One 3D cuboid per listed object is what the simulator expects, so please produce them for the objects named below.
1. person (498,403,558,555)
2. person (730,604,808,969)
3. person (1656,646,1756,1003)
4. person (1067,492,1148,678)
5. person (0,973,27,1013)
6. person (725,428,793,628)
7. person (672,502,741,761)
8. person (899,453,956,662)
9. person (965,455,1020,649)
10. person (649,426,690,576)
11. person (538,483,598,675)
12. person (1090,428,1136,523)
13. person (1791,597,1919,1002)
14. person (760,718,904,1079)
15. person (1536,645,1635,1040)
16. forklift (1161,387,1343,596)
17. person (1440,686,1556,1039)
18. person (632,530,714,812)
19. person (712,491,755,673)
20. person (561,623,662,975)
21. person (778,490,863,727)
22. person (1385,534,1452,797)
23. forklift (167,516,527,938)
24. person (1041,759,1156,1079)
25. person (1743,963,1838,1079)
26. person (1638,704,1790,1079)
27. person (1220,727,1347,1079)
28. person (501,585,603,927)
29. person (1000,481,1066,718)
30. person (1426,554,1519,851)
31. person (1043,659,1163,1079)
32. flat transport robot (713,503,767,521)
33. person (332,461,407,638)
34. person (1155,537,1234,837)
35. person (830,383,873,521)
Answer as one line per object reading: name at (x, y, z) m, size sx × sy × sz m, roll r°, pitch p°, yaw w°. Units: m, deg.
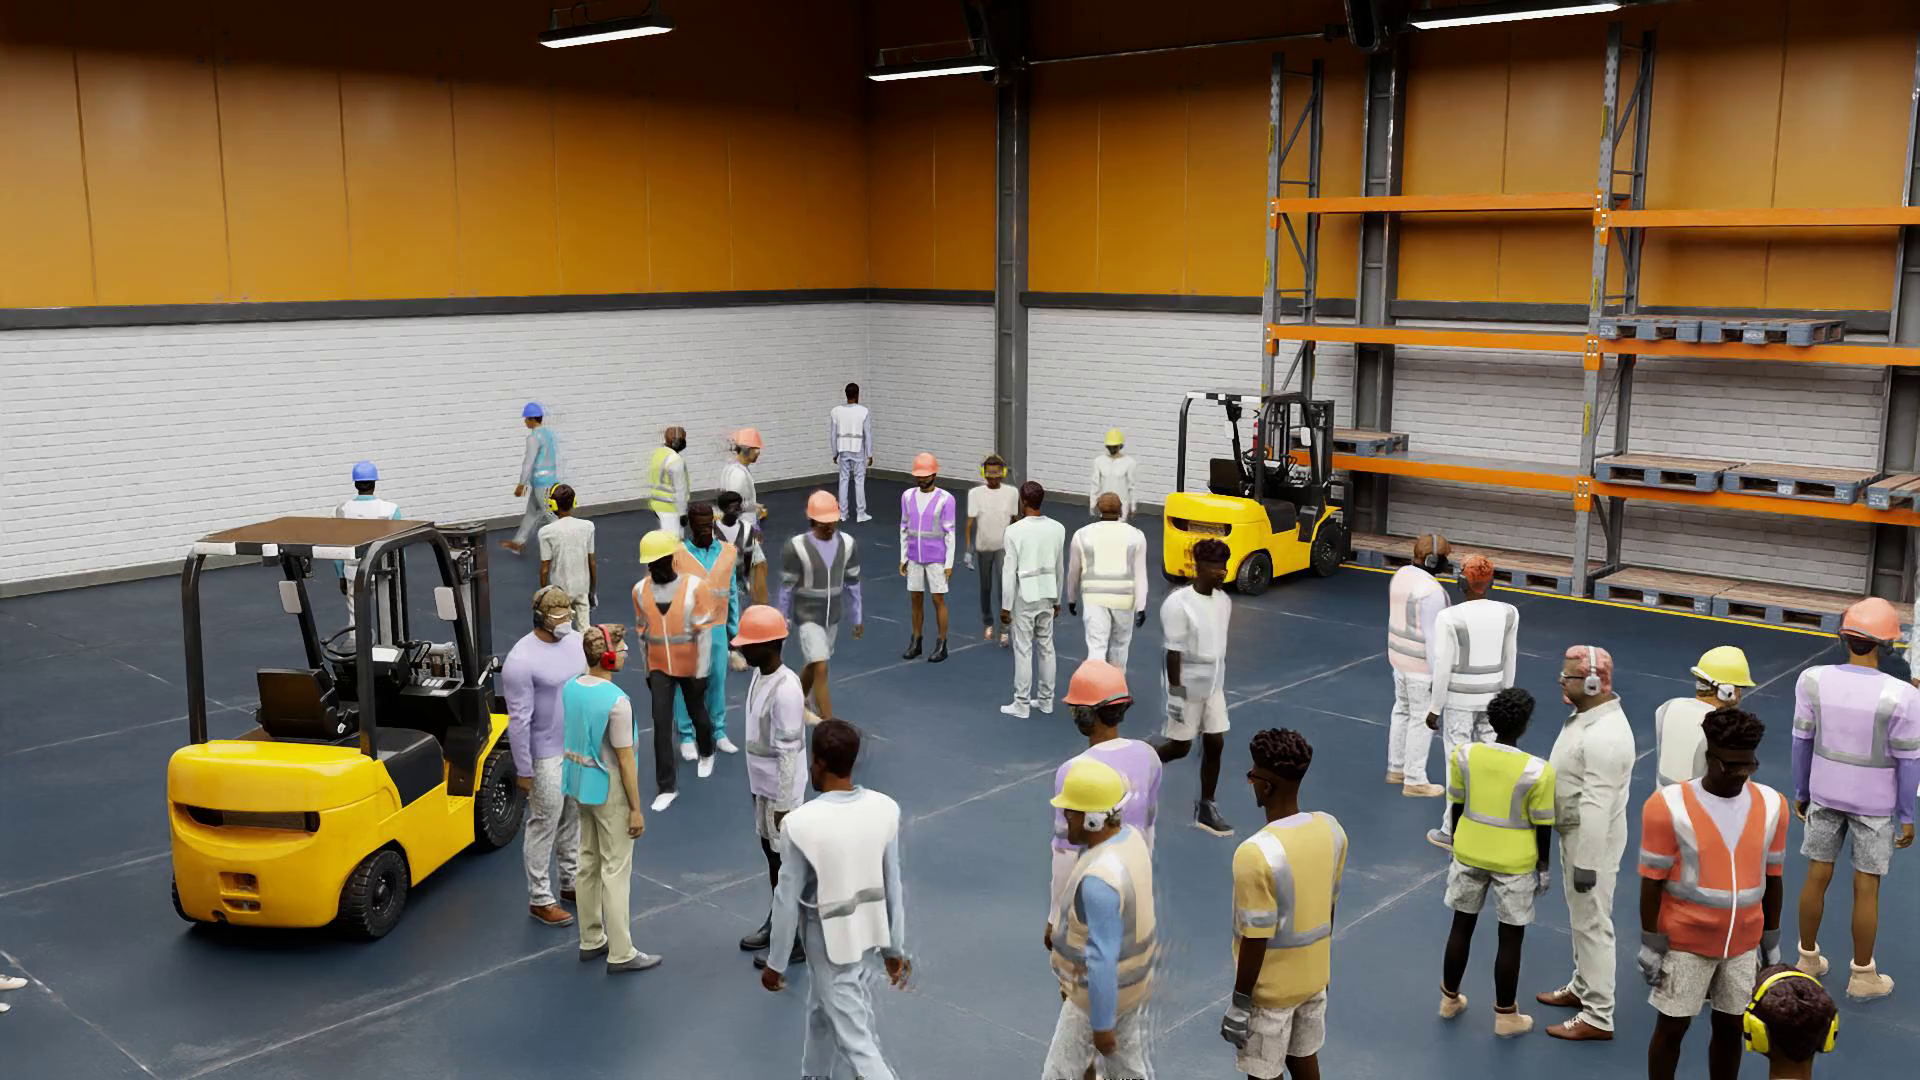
person at (-5.205, -0.704, 20.173) m, size 0.996 × 1.895 × 0.607 m, roll 0°, pitch 10°, yaw 0°
person at (-1.000, 1.284, 8.750) m, size 0.387 × 1.930 × 0.544 m, roll -4°, pitch 11°, yaw -22°
person at (3.711, 1.416, 8.321) m, size 0.403 × 1.818 × 0.606 m, roll -3°, pitch 10°, yaw -14°
person at (1.204, 0.505, 13.594) m, size 0.643 × 1.796 × 0.969 m, roll 1°, pitch 10°, yaw 3°
person at (-4.865, 1.466, 8.205) m, size 0.326 × 1.762 × 0.526 m, roll -3°, pitch 10°, yaw -14°
person at (-2.016, -0.098, 16.403) m, size 0.878 × 2.006 × 0.619 m, roll -2°, pitch 10°, yaw -9°
person at (-1.918, 0.658, 12.349) m, size 0.594 × 1.917 × 0.381 m, roll -6°, pitch 12°, yaw -32°
person at (-0.307, 0.158, 15.172) m, size 0.547 × 1.929 × 0.388 m, roll 5°, pitch 11°, yaw 27°
person at (0.317, 0.117, 15.706) m, size 0.533 × 1.810 × 0.983 m, roll 0°, pitch 10°, yaw 0°
person at (-3.188, -0.351, 18.346) m, size 0.435 × 1.824 × 0.645 m, roll -5°, pitch 11°, yaw -27°
person at (-3.218, 0.456, 13.677) m, size 0.509 × 1.860 × 0.334 m, roll -7°, pitch 12°, yaw -36°
person at (1.794, -0.448, 19.173) m, size 0.522 × 1.724 × 0.871 m, roll 4°, pitch 11°, yaw 24°
person at (4.499, 1.294, 8.372) m, size 0.373 × 2.044 × 0.608 m, roll -8°, pitch 13°, yaw -39°
person at (-0.448, 1.659, 6.815) m, size 1.011 × 1.871 × 0.587 m, roll 8°, pitch 12°, yaw 37°
person at (2.985, 1.436, 7.993) m, size 0.397 × 1.899 × 0.638 m, roll 2°, pitch 10°, yaw 13°
forklift at (3.298, -0.608, 18.767) m, size 1.214 × 2.155 × 2.313 m, roll 9°, pitch 13°, yaw 42°
person at (2.585, 1.537, 8.018) m, size 0.546 × 1.686 × 0.326 m, roll 9°, pitch 13°, yaw 42°
person at (-1.948, 0.831, 11.493) m, size 0.590 × 1.881 × 0.964 m, roll 1°, pitch 10°, yaw 8°
person at (-2.132, 0.347, 14.944) m, size 0.528 × 1.632 × 0.900 m, roll -8°, pitch 13°, yaw -38°
person at (-1.855, 1.342, 8.659) m, size 0.565 × 1.846 × 0.390 m, roll 10°, pitch 14°, yaw 44°
person at (-1.065, 0.573, 12.723) m, size 0.654 × 1.978 × 1.097 m, roll -7°, pitch 12°, yaw -34°
person at (3.176, 0.858, 11.469) m, size 0.429 × 1.830 × 0.639 m, roll -2°, pitch 10°, yaw -9°
forklift at (-3.583, 0.976, 9.748) m, size 1.214 × 2.155 × 2.313 m, roll 2°, pitch 10°, yaw 11°
person at (0.459, 1.727, 6.584) m, size 0.732 × 1.798 × 0.611 m, roll 4°, pitch 11°, yaw 22°
person at (2.217, 2.062, 4.529) m, size 0.517 × 1.860 × 0.321 m, roll 2°, pitch 10°, yaw 10°
person at (3.065, 1.616, 6.799) m, size 0.608 × 1.955 × 0.385 m, roll 0°, pitch 10°, yaw -3°
person at (1.225, 1.679, 6.398) m, size 0.614 × 1.963 × 0.362 m, roll -10°, pitch 14°, yaw -44°
person at (-2.266, 1.192, 9.295) m, size 0.383 × 1.929 × 0.635 m, roll 5°, pitch 11°, yaw 25°
person at (0.594, 0.480, 13.401) m, size 0.595 × 1.912 × 0.400 m, roll -7°, pitch 12°, yaw -36°
person at (3.192, 1.017, 10.406) m, size 0.573 × 1.883 × 0.356 m, roll -3°, pitch 10°, yaw -16°
person at (0.590, 1.515, 7.165) m, size 0.409 × 2.029 × 0.615 m, roll 9°, pitch 14°, yaw 43°
flat transport robot at (-3.069, -0.326, 22.635) m, size 0.652 × 0.197 × 1.431 m, roll 1°, pitch 10°, yaw 3°
person at (-5.103, 0.286, 14.414) m, size 0.604 × 1.939 × 0.415 m, roll 0°, pitch 10°, yaw -2°
person at (1.482, 0.918, 10.811) m, size 0.622 × 1.937 × 0.754 m, roll -7°, pitch 12°, yaw -36°
person at (-1.491, -1.209, 22.975) m, size 0.596 × 1.918 × 0.379 m, roll 3°, pitch 10°, yaw 17°
